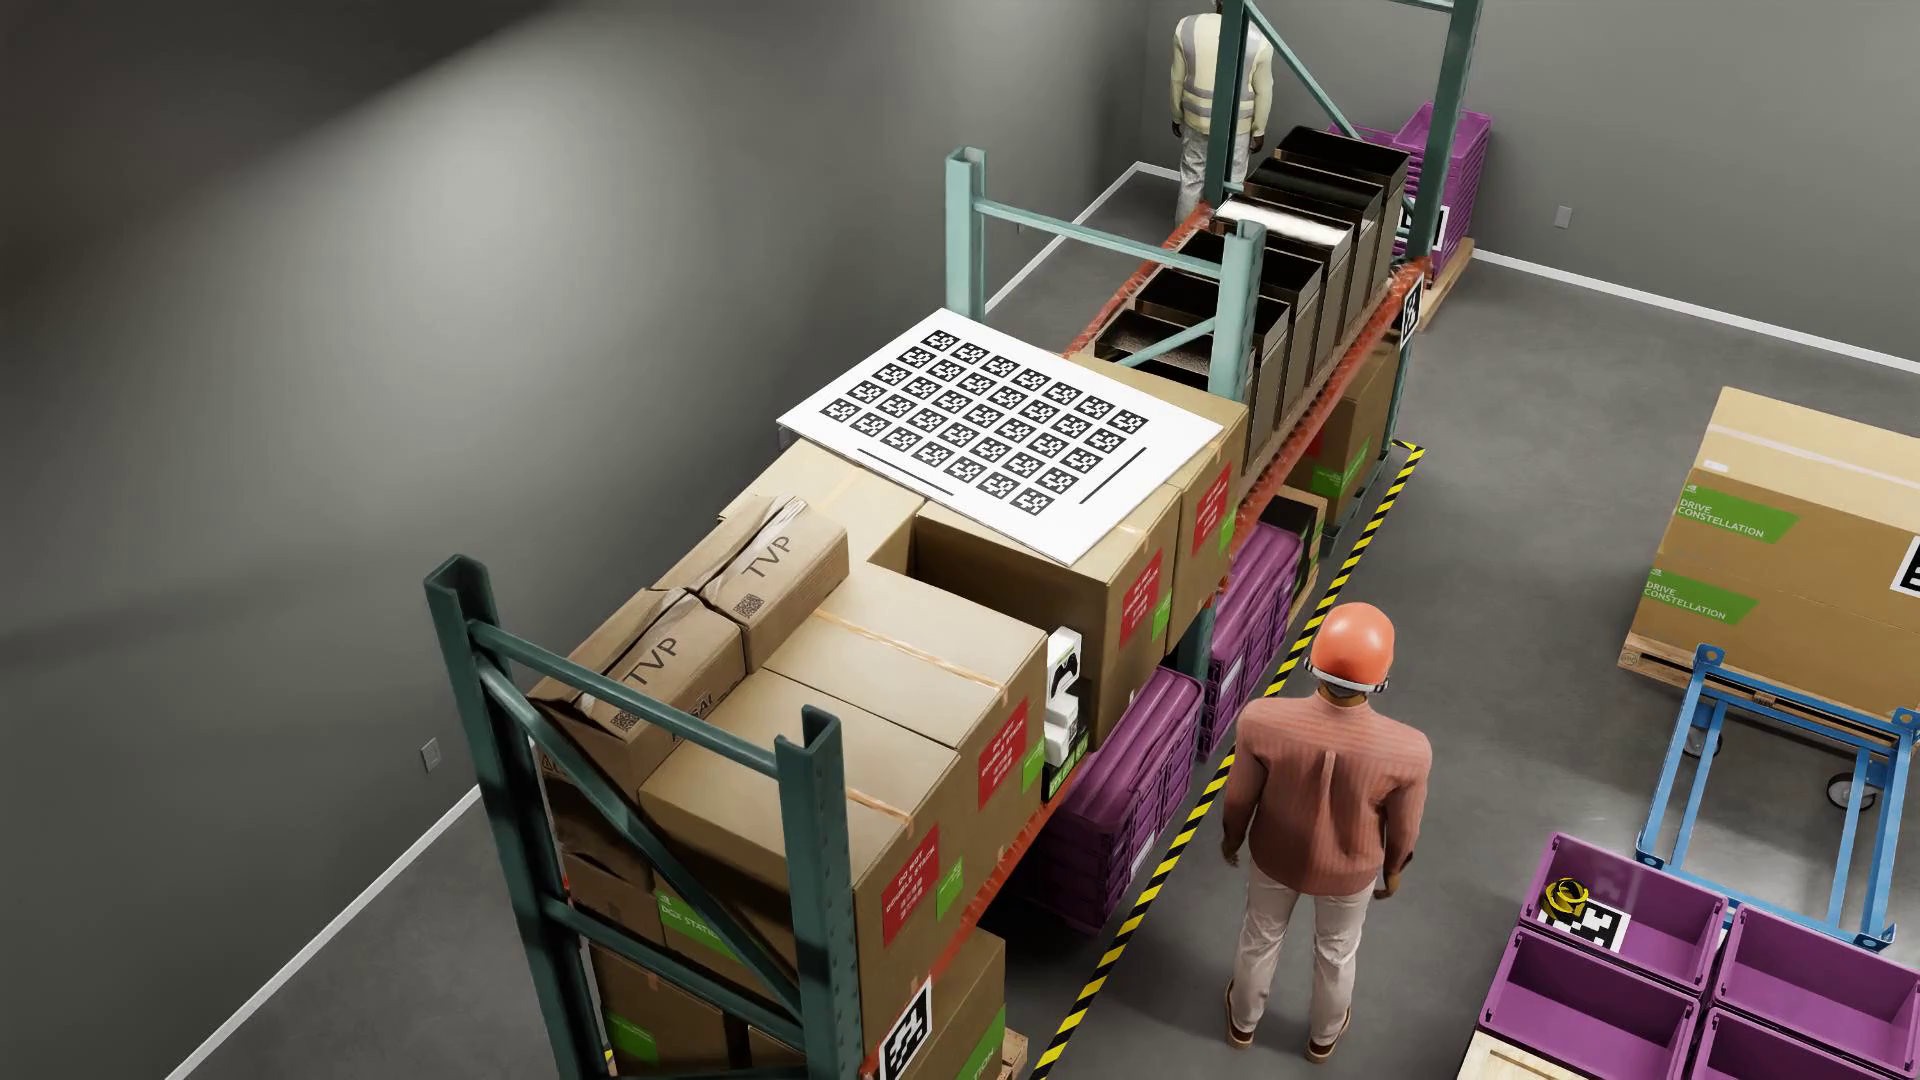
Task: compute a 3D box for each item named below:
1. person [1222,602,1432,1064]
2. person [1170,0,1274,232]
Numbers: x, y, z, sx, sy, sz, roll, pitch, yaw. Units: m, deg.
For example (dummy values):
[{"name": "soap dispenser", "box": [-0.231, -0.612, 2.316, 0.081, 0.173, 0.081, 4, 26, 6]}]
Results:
[{"name": "person", "box": [1.147, 0.986, 5.378, 0.609, 1.996, 0.383, 11, 41, 13]}, {"name": "person", "box": [1.497, -2.442, 9.589, 0.593, 1.831, 0.404, 15, 42, 17]}]
